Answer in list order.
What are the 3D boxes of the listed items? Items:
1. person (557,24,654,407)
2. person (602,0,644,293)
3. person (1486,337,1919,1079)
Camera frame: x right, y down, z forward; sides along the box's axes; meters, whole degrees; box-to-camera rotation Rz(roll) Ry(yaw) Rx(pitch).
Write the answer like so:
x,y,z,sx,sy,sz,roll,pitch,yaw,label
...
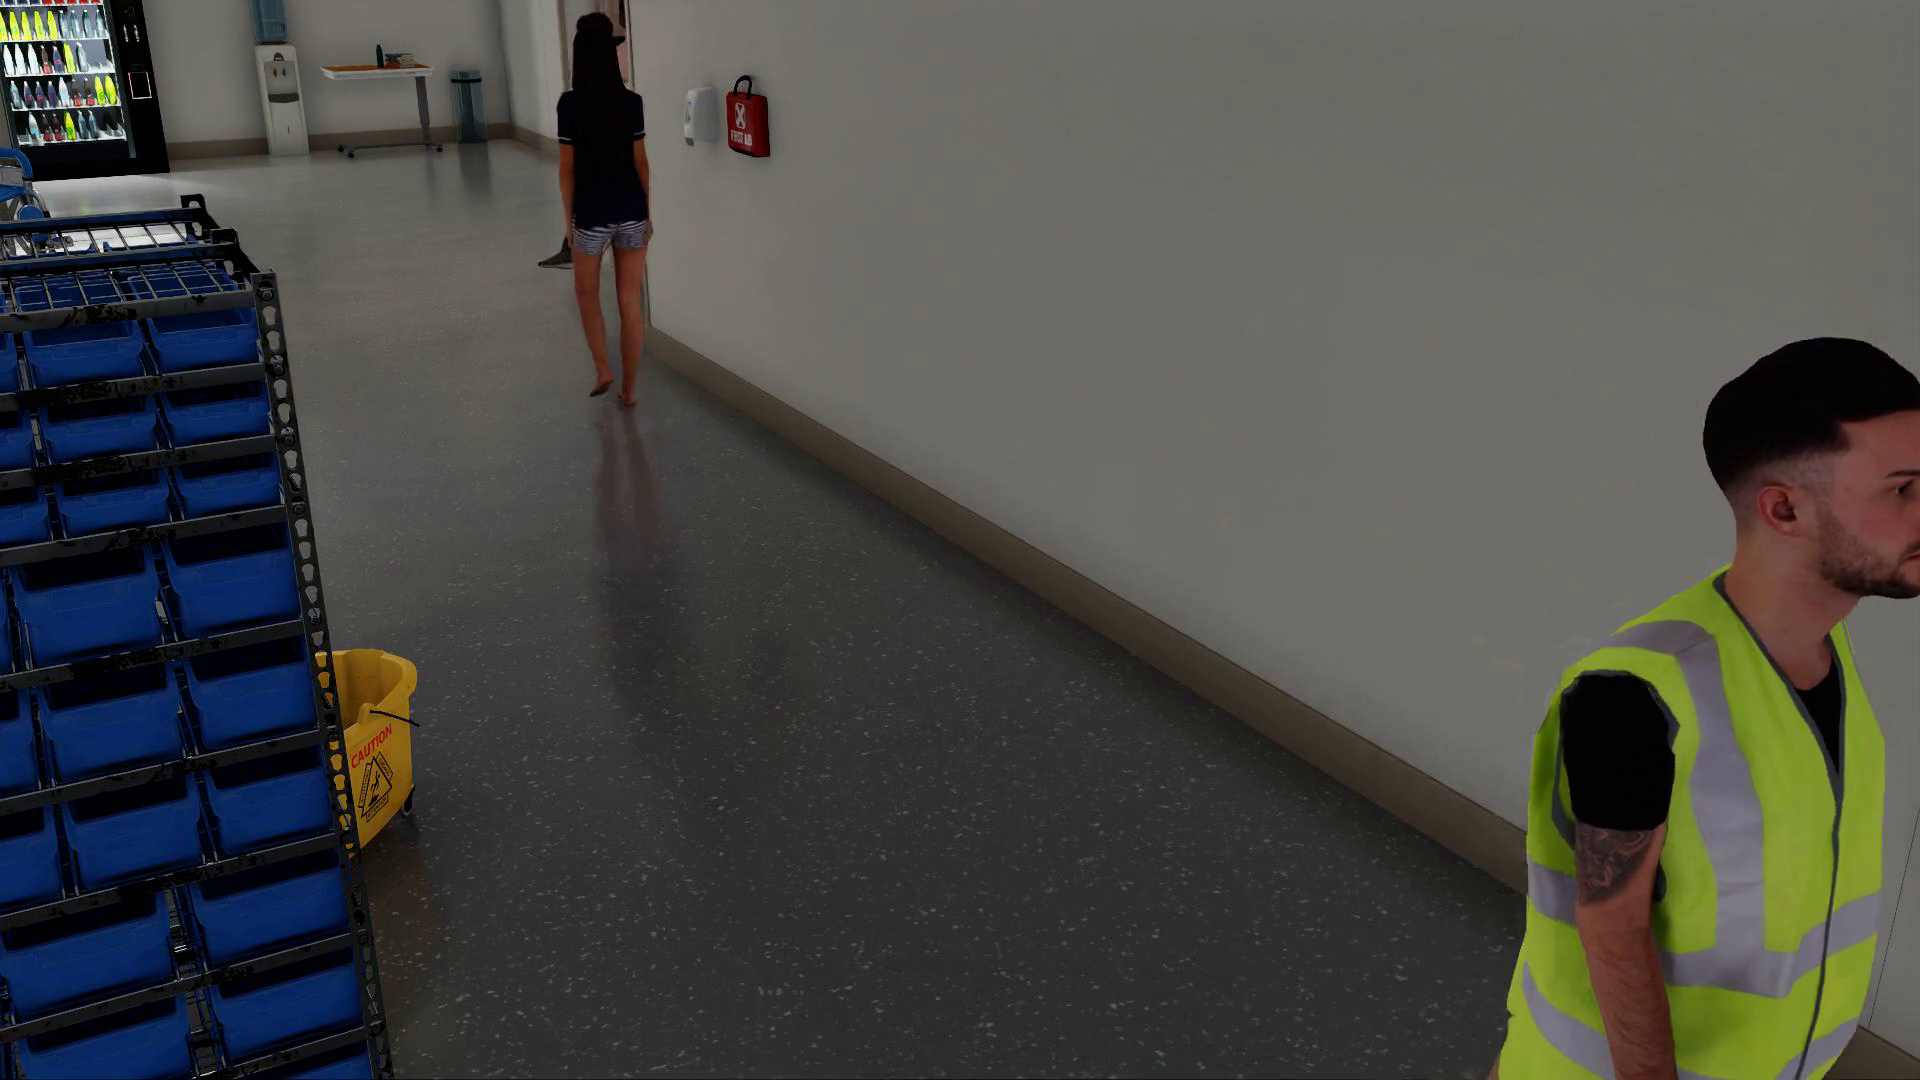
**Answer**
x,y,z,sx,sy,sz,roll,pitch,yaw,label
-1.603,-1.457,7.694,0.621,1.758,0.701,-7,22,-18,person
-2.018,-2.380,10.091,0.742,1.786,0.856,14,25,33,person
0.795,0.653,2.076,1.119,1.791,0.844,-15,26,-35,person
